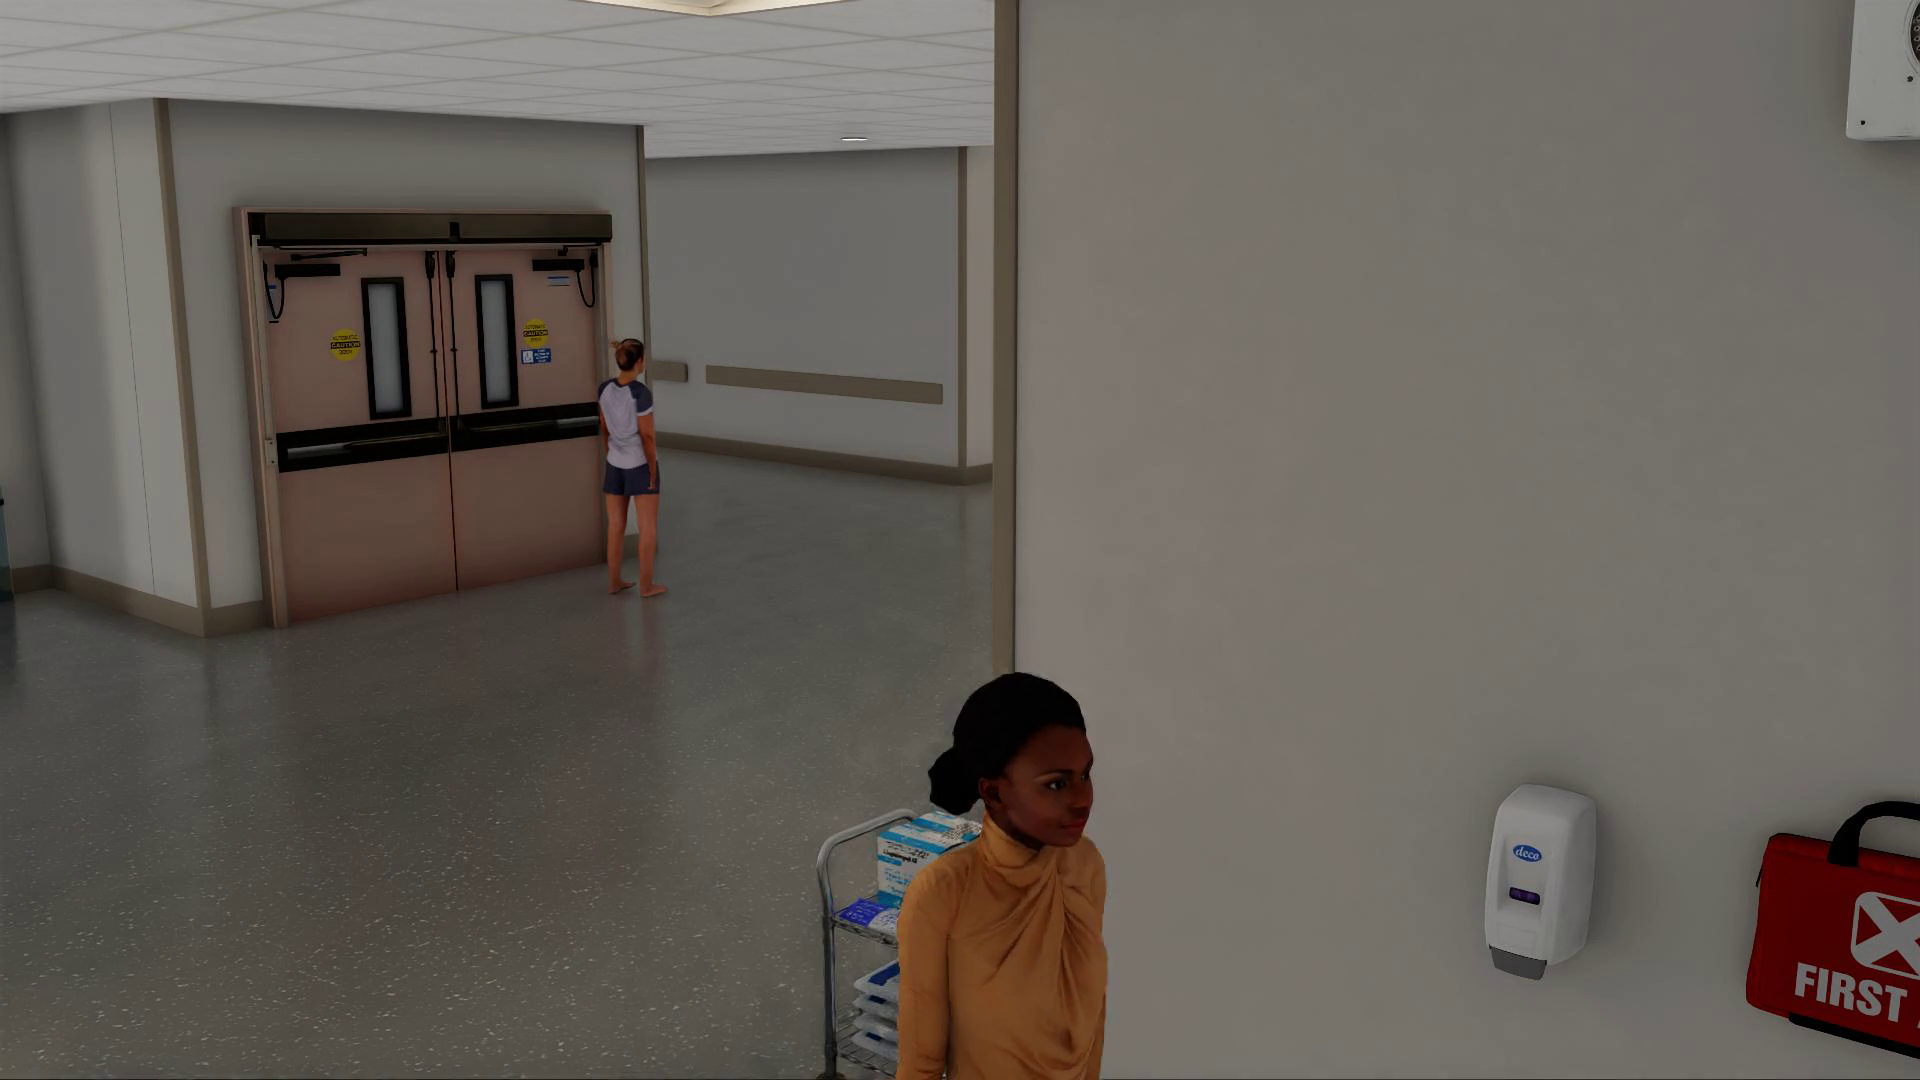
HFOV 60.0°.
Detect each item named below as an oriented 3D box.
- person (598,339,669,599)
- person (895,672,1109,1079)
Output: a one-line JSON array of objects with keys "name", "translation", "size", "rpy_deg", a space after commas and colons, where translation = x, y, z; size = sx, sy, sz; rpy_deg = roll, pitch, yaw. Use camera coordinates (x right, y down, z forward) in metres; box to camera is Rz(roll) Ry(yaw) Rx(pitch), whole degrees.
[{"name": "person", "translation": [-2.070, -0.451, 10.441], "size": [0.597, 1.622, 0.565], "rpy_deg": [6, 12, 28]}, {"name": "person", "translation": [0.006, 1.002, 2.737], "size": [0.911, 1.639, 0.745], "rpy_deg": [-8, 14, -37]}]
